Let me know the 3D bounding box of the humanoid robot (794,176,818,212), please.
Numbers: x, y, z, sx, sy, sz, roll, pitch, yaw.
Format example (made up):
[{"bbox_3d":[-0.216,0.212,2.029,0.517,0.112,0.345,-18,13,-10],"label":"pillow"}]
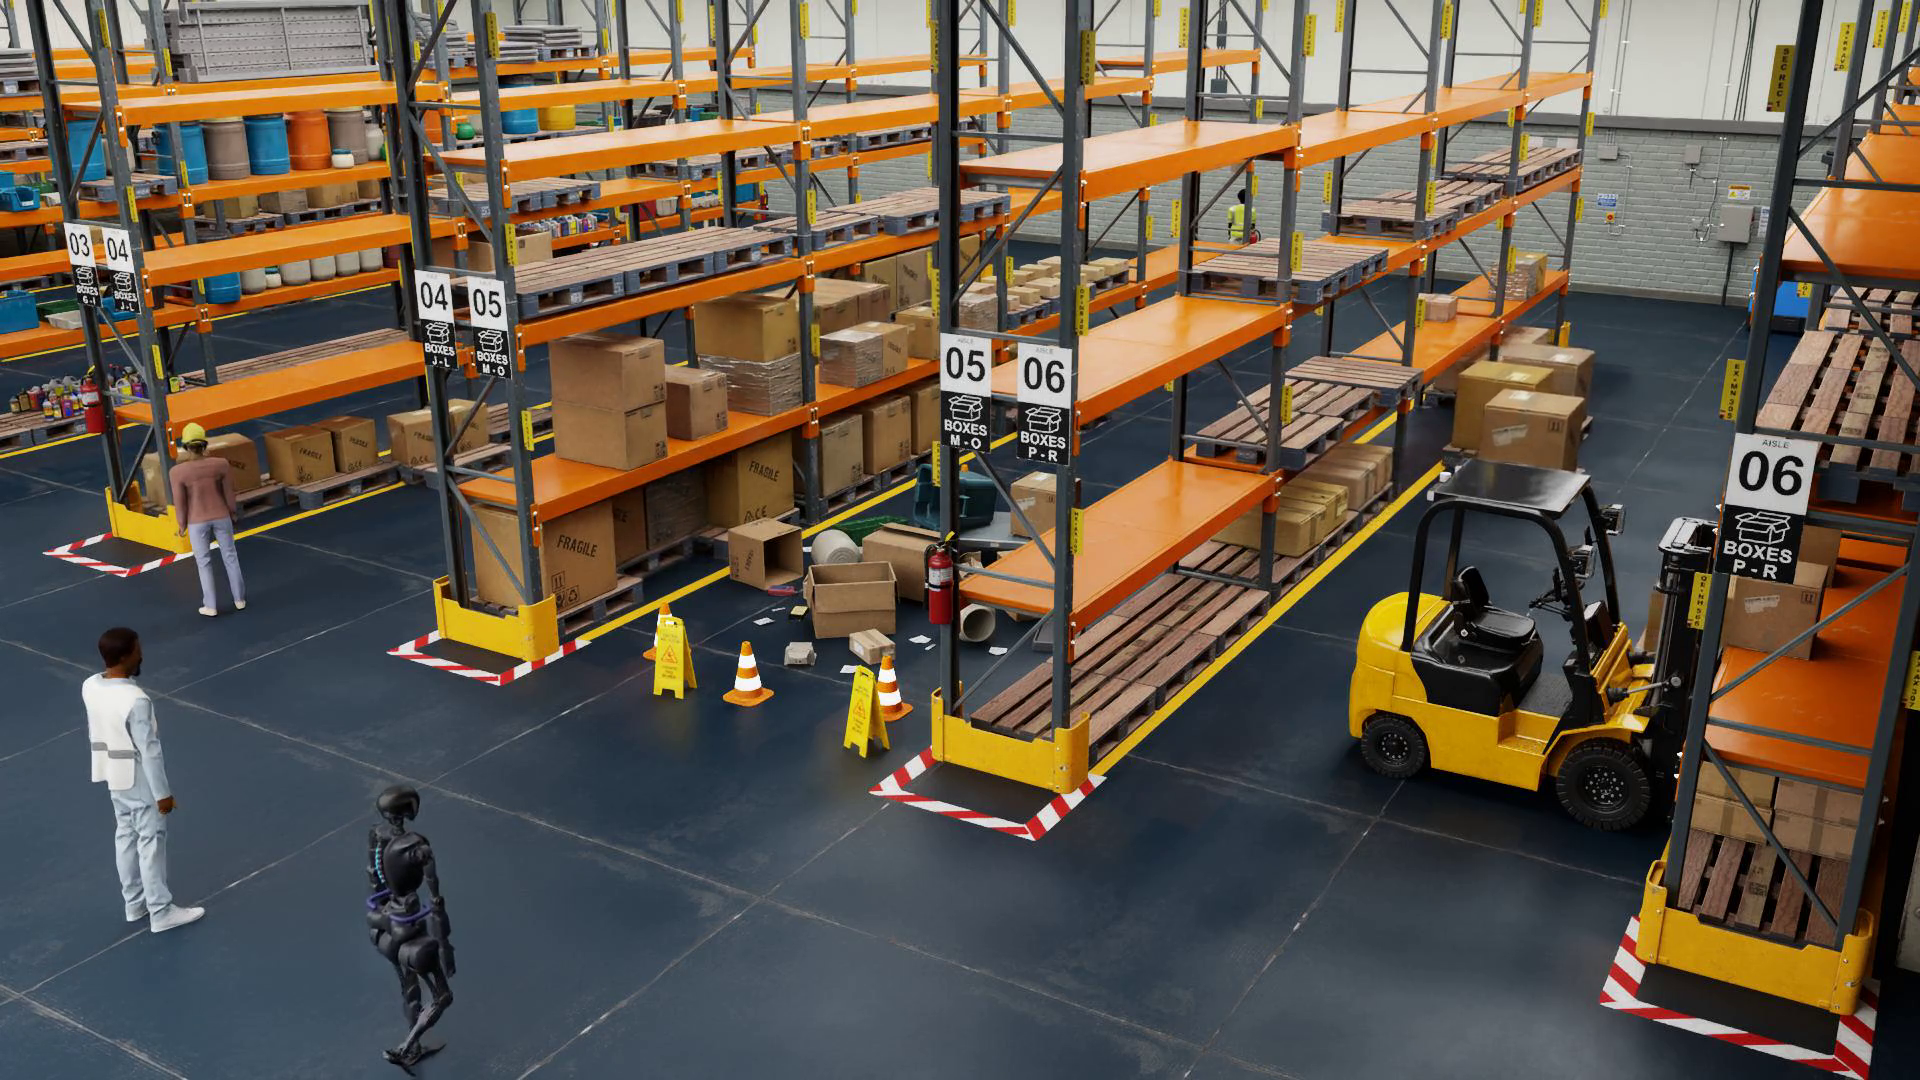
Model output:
[{"bbox_3d":[-3.196,-7.083,34.927,0.601,1.640,0.377,11,22,28],"label":"humanoid robot"}]

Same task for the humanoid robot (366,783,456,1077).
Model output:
[{"bbox_3d":[-2.924,2.030,8.604,0.599,1.647,0.462,13,23,33],"label":"humanoid robot"}]

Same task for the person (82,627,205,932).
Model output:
[{"bbox_3d":[-4.946,1.435,9.949,0.595,1.914,0.373,12,23,32],"label":"person"}]

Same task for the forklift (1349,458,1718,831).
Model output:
[{"bbox_3d":[3.988,0.658,11.776,2.313,2.155,1.214,11,22,29],"label":"forklift"}]

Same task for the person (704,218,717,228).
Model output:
[{"bbox_3d":[-5.238,-7.063,34.866,0.491,1.688,0.349,-6,20,-18],"label":"person"}]

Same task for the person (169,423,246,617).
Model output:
[{"bbox_3d":[-6.718,-0.179,14.840,0.524,1.768,0.326,-15,24,-36],"label":"person"}]

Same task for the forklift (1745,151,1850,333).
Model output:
[{"bbox_3d":[13.620,-4.667,26.137,1.873,2.768,1.129,11,22,29],"label":"forklift"}]

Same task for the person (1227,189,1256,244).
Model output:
[{"bbox_3d":[5.177,-5.601,30.620,0.533,1.696,0.322,7,20,18],"label":"person"}]
